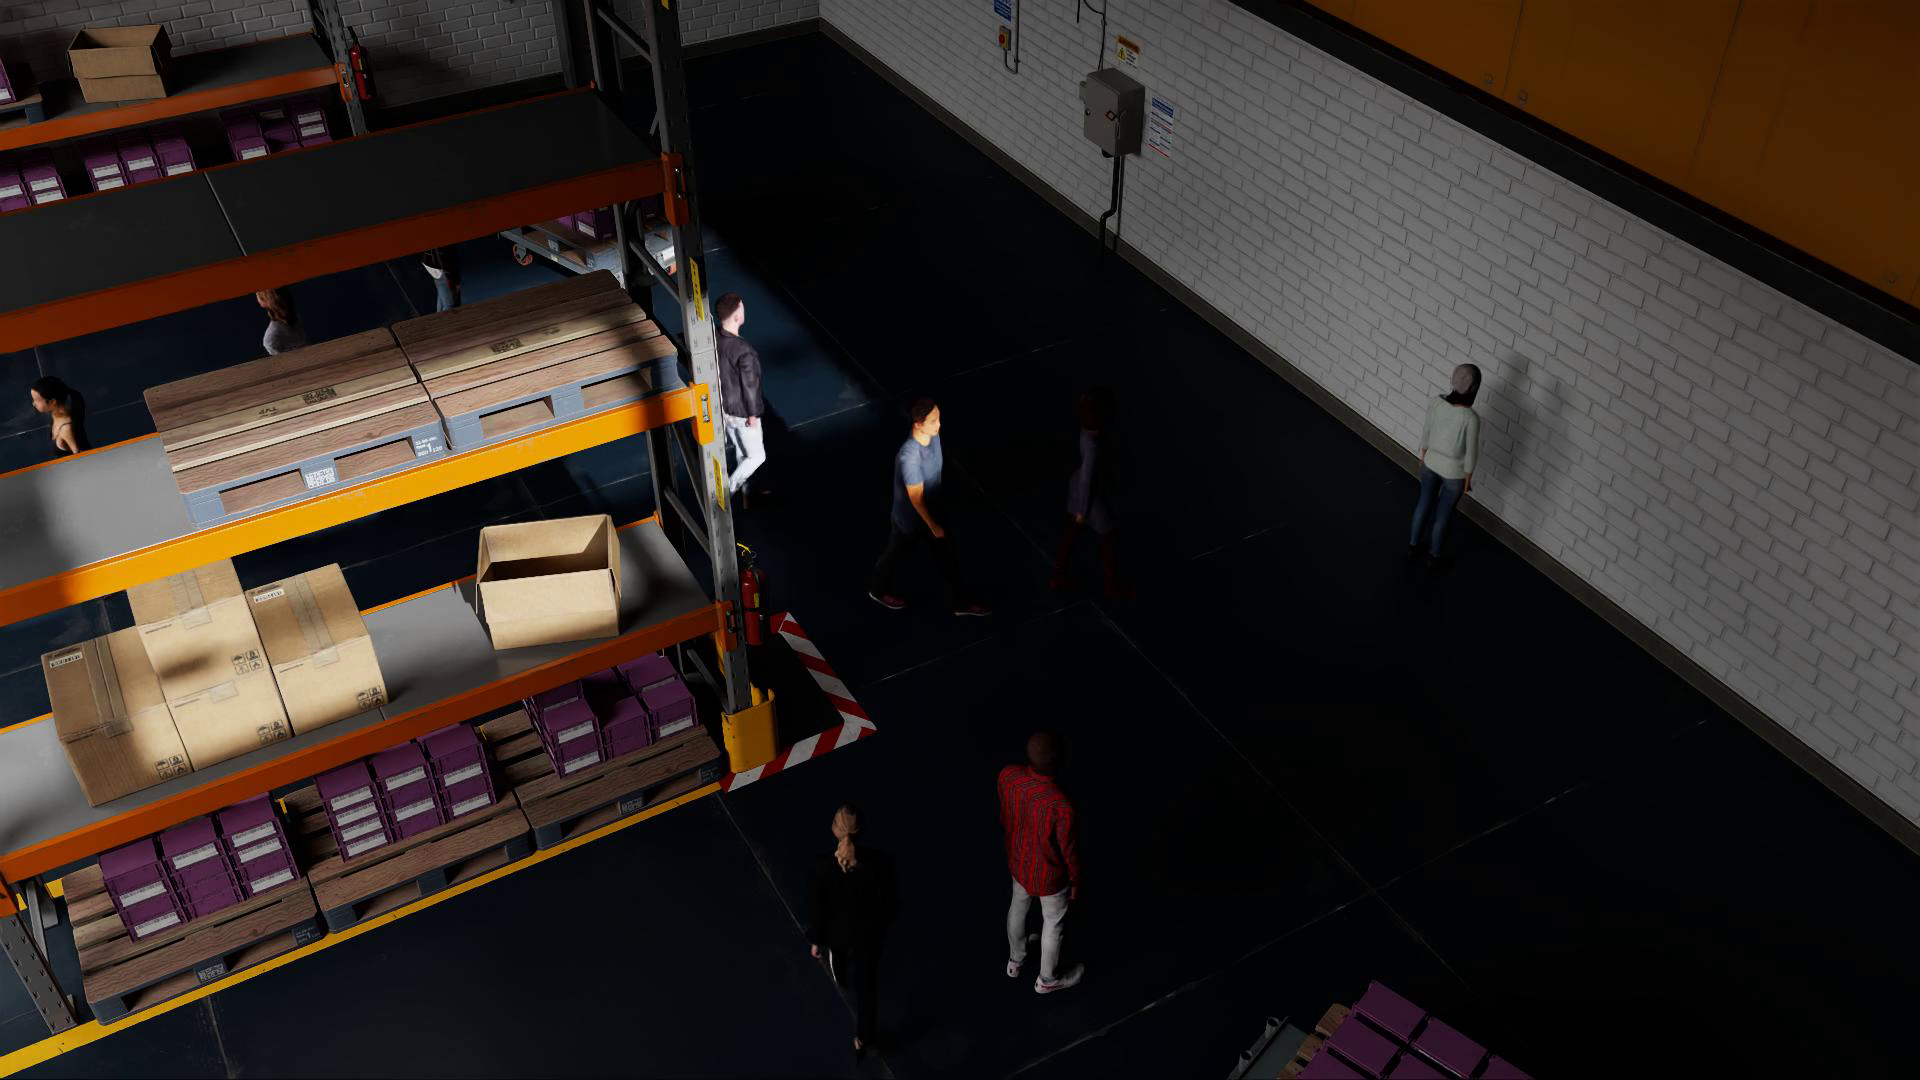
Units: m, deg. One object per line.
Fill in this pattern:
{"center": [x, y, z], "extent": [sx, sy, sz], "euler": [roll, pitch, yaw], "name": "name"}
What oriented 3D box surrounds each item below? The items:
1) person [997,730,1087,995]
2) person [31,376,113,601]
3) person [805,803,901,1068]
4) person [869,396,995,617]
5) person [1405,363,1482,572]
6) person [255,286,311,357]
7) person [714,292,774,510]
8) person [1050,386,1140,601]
{"center": [0.416, 1.671, 8.634], "extent": [0.678, 1.817, 0.721], "euler": [-32, 48, -33], "name": "person"}
{"center": [-5.805, -0.406, 11.319], "extent": [0.717, 1.713, 0.597], "euler": [-17, 42, -20], "name": "person"}
{"center": [-0.526, 2.028, 8.302], "extent": [0.979, 1.674, 0.927], "euler": [-5, 39, -6], "name": "person"}
{"center": [-0.371, -0.190, 11.009], "extent": [1.106, 1.762, 1.154], "euler": [16, 41, 19], "name": "person"}
{"center": [3.364, -0.515, 11.508], "extent": [0.526, 1.647, 0.601], "euler": [-27, 46, -29], "name": "person"}
{"center": [-4.747, -1.130, 12.166], "extent": [0.792, 1.787, 0.742], "euler": [5, 39, 6], "name": "person"}
{"center": [-1.644, -0.901, 11.854], "extent": [0.801, 1.819, 0.966], "euler": [32, 48, 33], "name": "person"}
{"center": [0.789, -0.288, 11.190], "extent": [0.953, 1.689, 0.822], "euler": [-1, 39, -1], "name": "person"}
